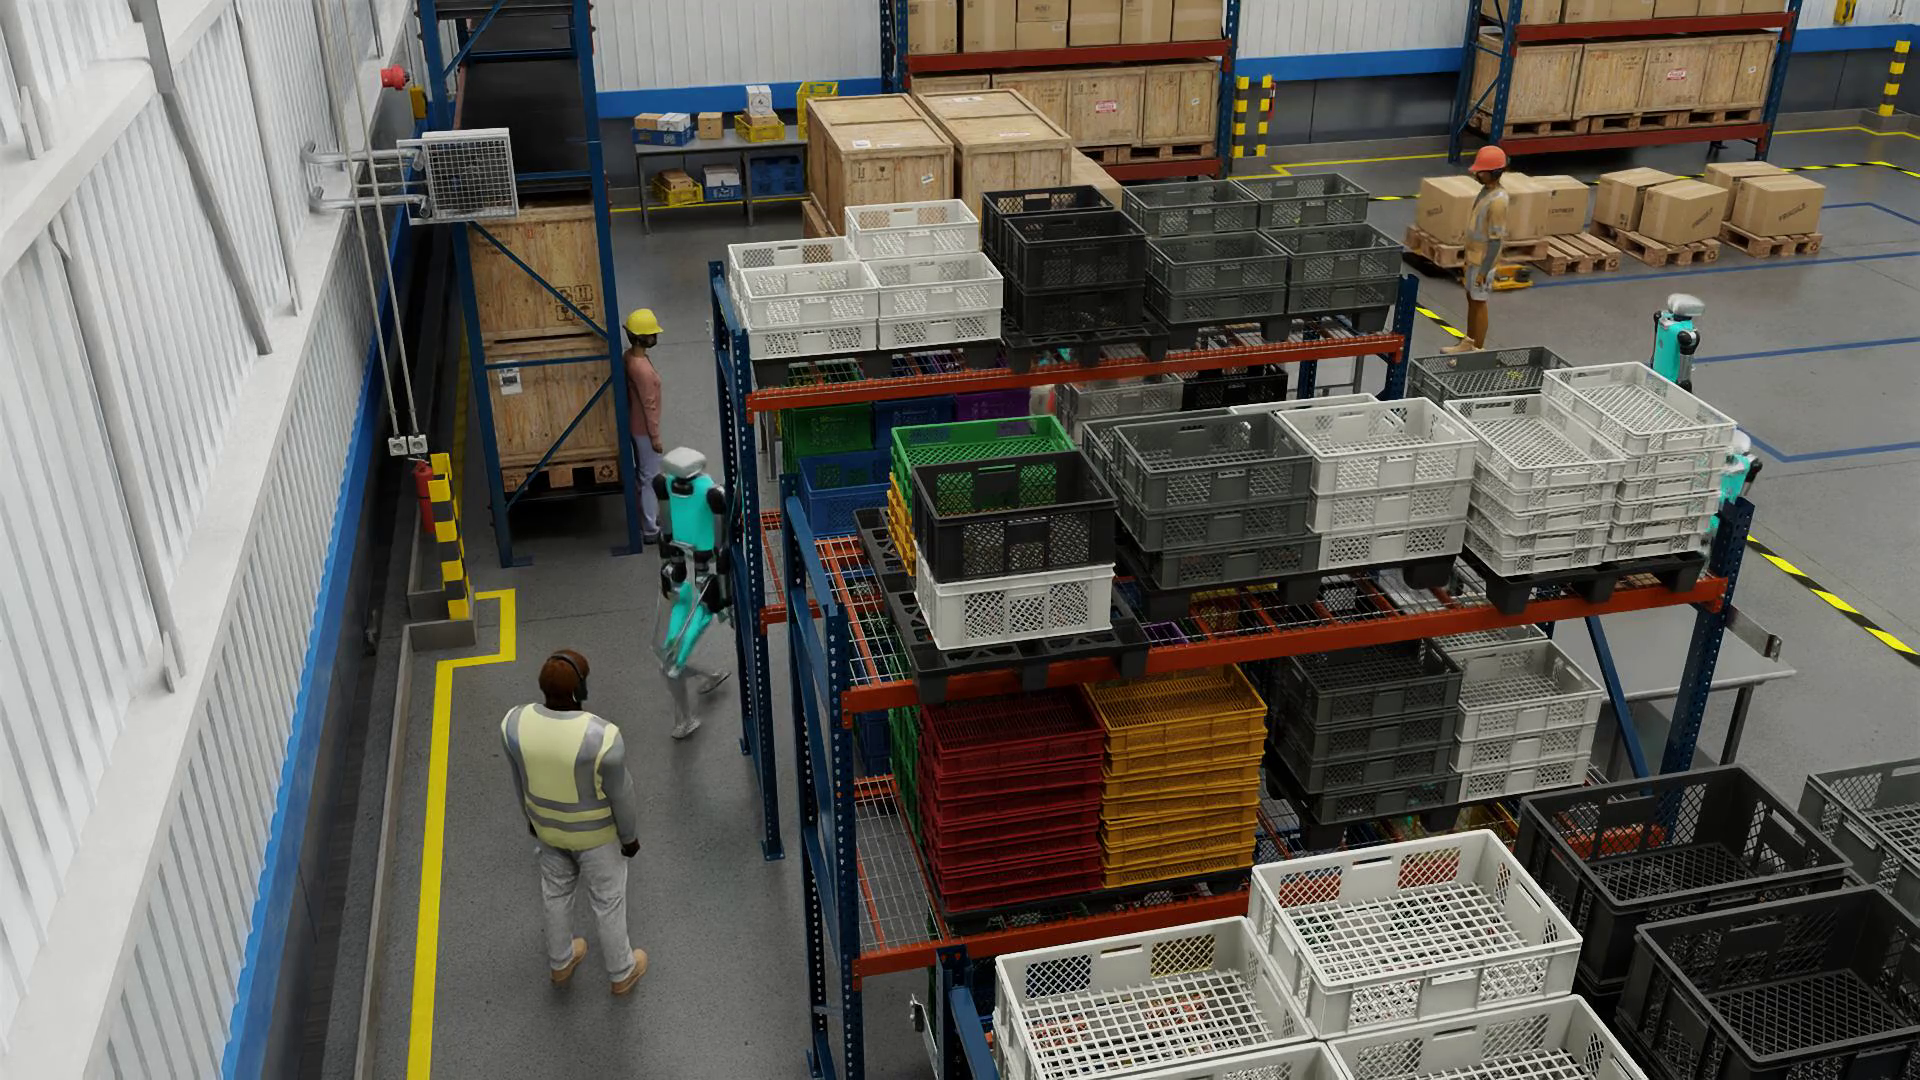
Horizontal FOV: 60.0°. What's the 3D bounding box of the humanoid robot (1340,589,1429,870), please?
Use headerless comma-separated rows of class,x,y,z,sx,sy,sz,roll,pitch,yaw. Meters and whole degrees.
humanoid robot,2.282,1.098,8.515,0.726,1.904,0.548,-1,28,-2

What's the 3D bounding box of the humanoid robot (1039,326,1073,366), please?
humanoid robot,0.516,-1.051,12.458,0.665,1.779,0.557,7,29,12

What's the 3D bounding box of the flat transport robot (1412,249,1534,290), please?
flat transport robot,5.435,-2.976,17.663,0.652,0.197,1.431,-6,28,-12

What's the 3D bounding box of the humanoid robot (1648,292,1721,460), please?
humanoid robot,5.390,-1.006,12.233,0.735,1.681,0.533,-2,28,-3

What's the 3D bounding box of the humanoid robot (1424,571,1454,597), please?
humanoid robot,3.321,-0.284,11.075,0.411,1.643,0.589,3,28,6

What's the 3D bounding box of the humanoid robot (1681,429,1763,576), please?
humanoid robot,4.449,-0.002,10.530,0.534,1.766,1.013,-10,29,-18

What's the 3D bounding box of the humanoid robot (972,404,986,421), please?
humanoid robot,0.329,-0.065,10.618,0.968,1.761,0.531,-6,28,-11

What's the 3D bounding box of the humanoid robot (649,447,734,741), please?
humanoid robot,-1.675,0.366,9.806,0.556,1.770,0.908,16,32,28

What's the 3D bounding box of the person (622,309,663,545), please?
person,-2.248,-0.819,12.004,0.335,1.761,0.523,-11,30,-20

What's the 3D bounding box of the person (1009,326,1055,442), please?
person,0.481,-0.616,11.534,0.338,1.836,0.511,-19,33,-32

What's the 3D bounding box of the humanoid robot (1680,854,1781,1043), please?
humanoid robot,3.128,1.978,6.833,0.789,1.621,0.589,-7,29,-12

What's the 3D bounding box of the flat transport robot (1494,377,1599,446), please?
flat transport robot,4.780,-1.036,14.013,0.659,0.231,1.431,-6,28,-12

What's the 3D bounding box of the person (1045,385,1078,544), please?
person,0.705,-0.084,10.465,0.745,1.892,0.674,-6,28,-10

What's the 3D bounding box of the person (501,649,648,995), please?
person,-1.793,1.333,7.848,0.620,1.833,0.430,9,29,16

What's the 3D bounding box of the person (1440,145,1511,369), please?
person,4.659,-2.534,14.957,0.380,2.041,0.604,2,28,4

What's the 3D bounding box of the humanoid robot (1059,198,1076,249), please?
humanoid robot,0.927,-2.267,14.852,0.576,1.638,0.608,-13,30,-23
